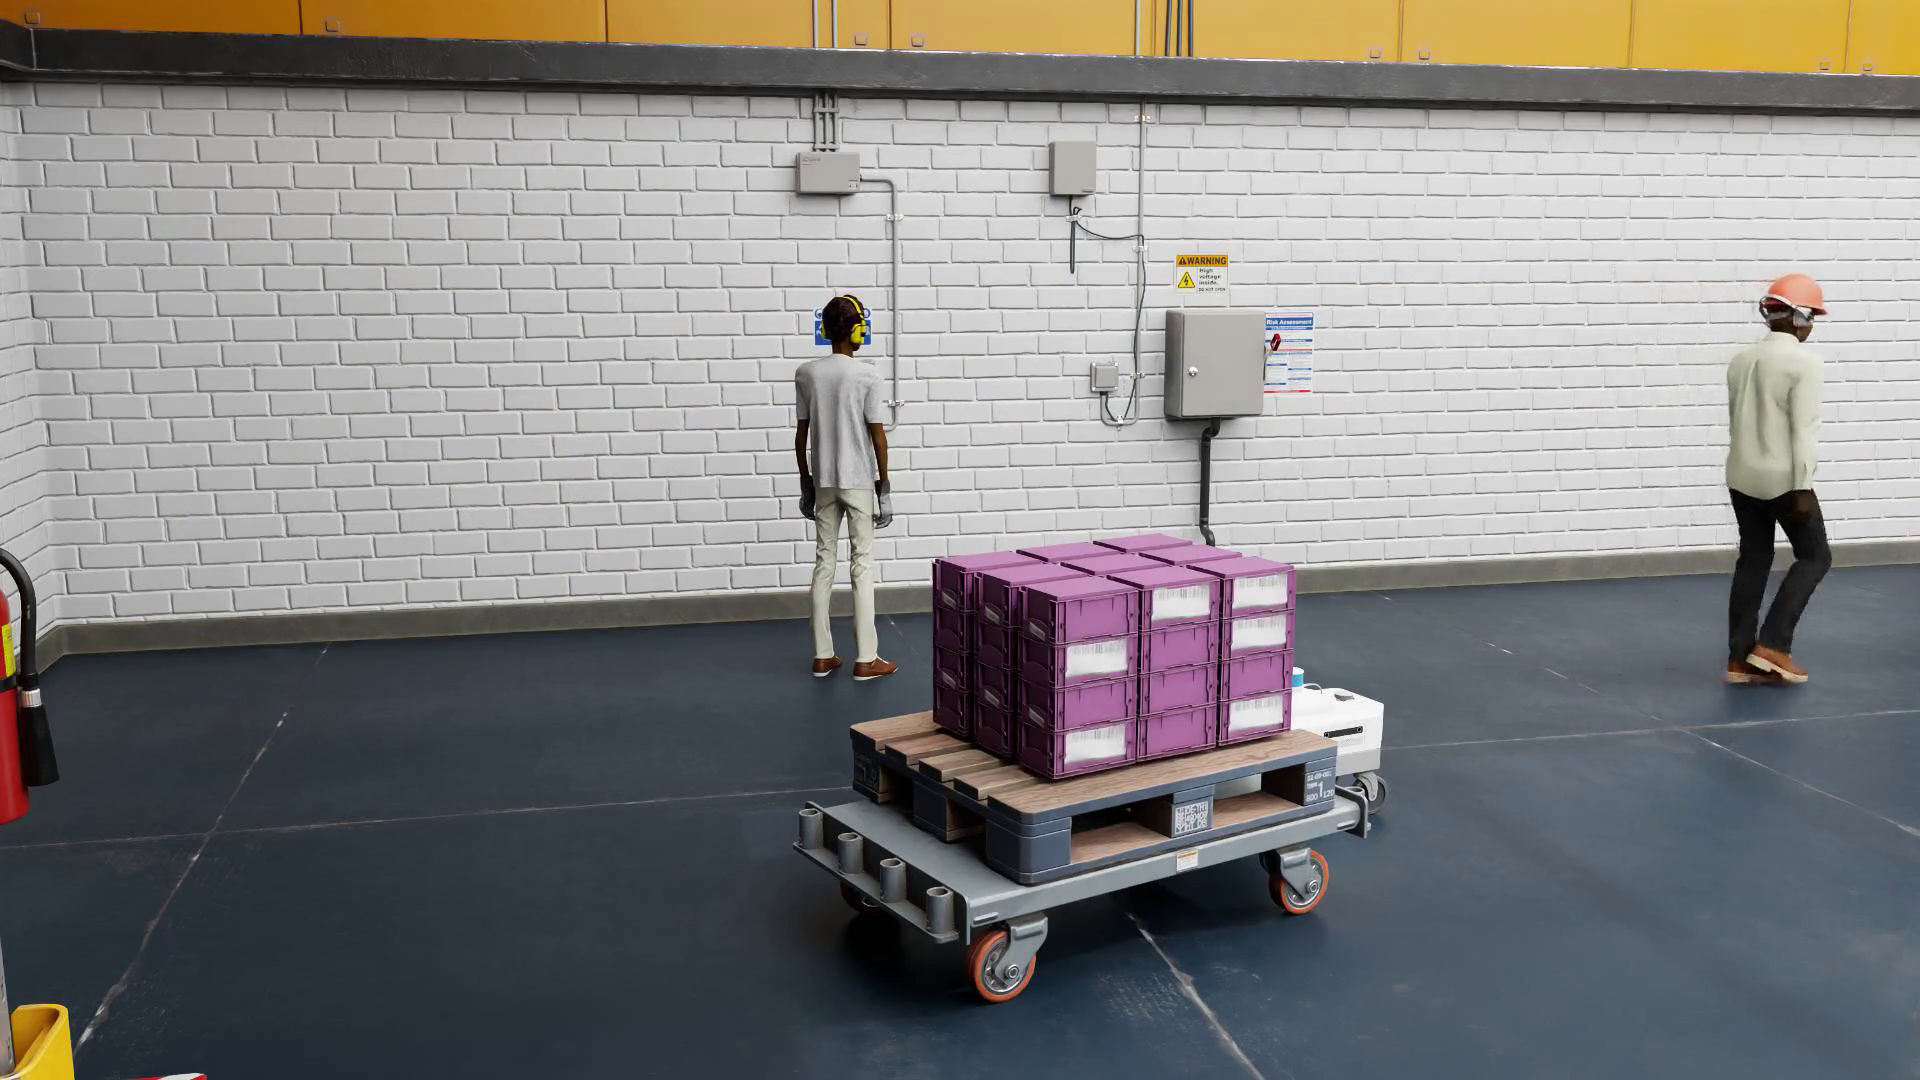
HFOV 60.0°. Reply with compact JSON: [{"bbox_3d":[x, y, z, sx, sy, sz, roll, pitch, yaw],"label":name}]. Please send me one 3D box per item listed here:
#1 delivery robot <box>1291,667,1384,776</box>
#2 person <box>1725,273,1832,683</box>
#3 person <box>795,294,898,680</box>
[{"bbox_3d":[1.212,0.712,6.143,0.707,0.478,0.477,-5,11,-27],"label":"delivery robot"},{"bbox_3d":[3.913,-0.281,7.979,0.491,1.965,0.634,-3,11,-14],"label":"person"},{"bbox_3d":[-0.556,-0.249,8.085,0.515,1.872,0.328,4,11,23],"label":"person"}]
